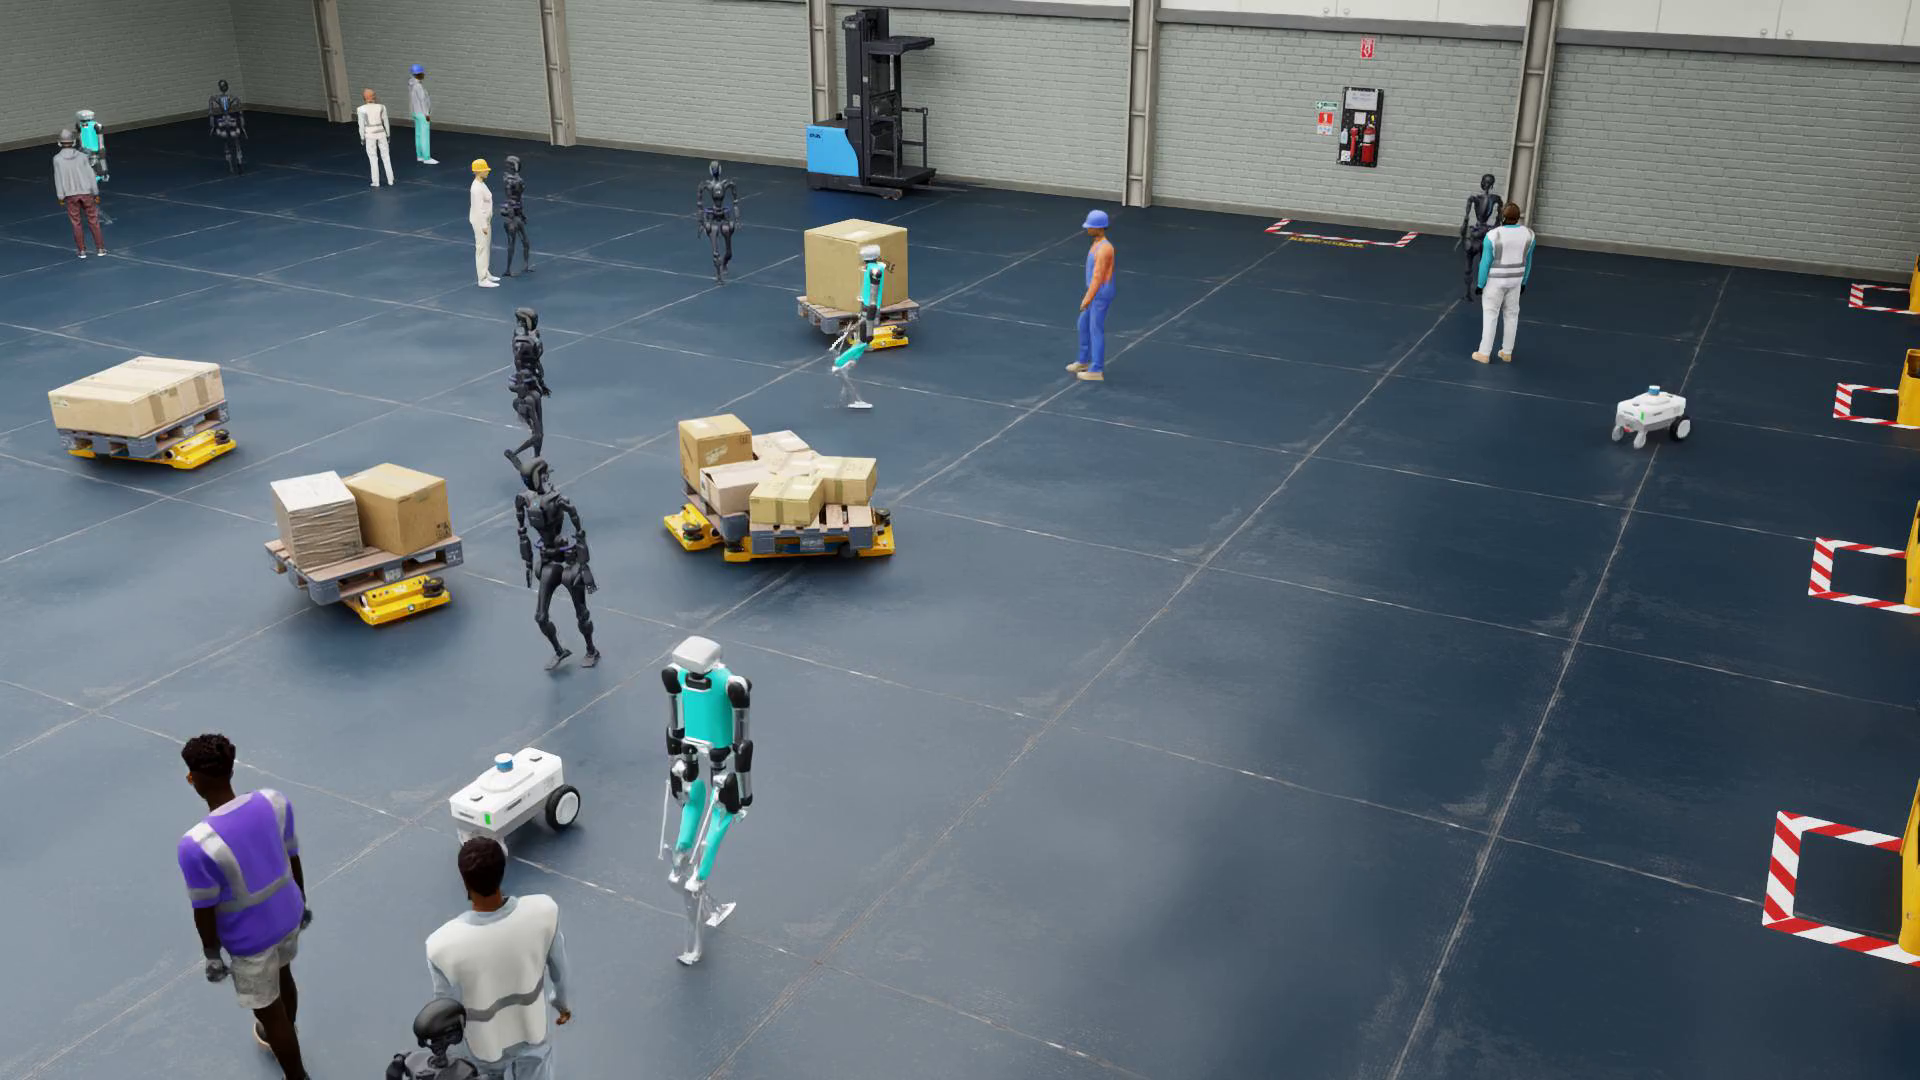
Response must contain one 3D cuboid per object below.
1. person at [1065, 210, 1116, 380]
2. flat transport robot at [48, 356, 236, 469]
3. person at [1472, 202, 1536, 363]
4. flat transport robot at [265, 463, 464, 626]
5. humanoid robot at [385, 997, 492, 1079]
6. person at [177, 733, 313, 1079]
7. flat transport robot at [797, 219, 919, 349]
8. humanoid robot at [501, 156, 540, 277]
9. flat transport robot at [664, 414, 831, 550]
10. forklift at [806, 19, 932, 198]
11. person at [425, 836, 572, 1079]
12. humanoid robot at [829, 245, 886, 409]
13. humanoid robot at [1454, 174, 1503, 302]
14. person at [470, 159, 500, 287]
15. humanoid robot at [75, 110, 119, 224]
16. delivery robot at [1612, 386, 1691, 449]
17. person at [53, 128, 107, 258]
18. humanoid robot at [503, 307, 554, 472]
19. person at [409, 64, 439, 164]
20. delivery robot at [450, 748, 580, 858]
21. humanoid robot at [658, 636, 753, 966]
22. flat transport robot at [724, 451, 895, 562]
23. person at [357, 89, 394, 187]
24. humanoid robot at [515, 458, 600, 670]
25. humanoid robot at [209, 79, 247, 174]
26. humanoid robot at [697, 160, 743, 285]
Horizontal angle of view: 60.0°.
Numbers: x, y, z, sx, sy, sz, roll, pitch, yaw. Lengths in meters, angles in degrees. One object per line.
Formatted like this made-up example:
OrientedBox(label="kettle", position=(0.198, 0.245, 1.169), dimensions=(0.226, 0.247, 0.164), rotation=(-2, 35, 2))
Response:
OrientedBox(label="person", position=(1.465, -2.707, 18.407), dimensions=(0.482, 1.896, 0.537), rotation=(-4, 24, -9))
OrientedBox(label="flat transport robot", position=(-7.966, -0.950, 16.375), dimensions=(1.431, 0.231, 0.659), rotation=(7, 24, 15))
OrientedBox(label="person", position=(6.190, -2.937, 19.009), dimensions=(0.619, 1.845, 0.430), rotation=(-4, 24, -8))
OrientedBox(label="flat transport robot", position=(-4.778, 0.303, 13.458), dimensions=(0.659, 0.231, 1.431), rotation=(-20, 30, -39))
OrientedBox(label="humanoid robot", position=(-2.019, 2.523, 6.530), dimensions=(0.599, 1.627, 0.640), rotation=(9, 25, 20))
OrientedBox(label="person", position=(-3.375, 1.806, 7.874), dimensions=(0.657, 1.931, 0.604), rotation=(8, 25, 19))
OrientedBox(label="flat transport robot", position=(-1.230, -2.595, 20.204), dimensions=(0.659, 0.231, 1.431), rotation=(-11, 25, -23))
OrientedBox(label="humanoid robot", position=(-6.059, -4.417, 22.675), dimensions=(0.502, 1.637, 0.609), rotation=(0, 23, 0))
OrientedBox(label="flat transport robot", position=(-1.804, -0.202, 14.632), dimensions=(1.431, 0.231, 0.659), rotation=(-11, 26, -24))
OrientedBox(label="forklift", position=(-1.573, -7.292, 27.850), dimensions=(1.873, 2.768, 1.129), rotation=(12, 26, 25))
OrientedBox(label="person", position=(-1.960, 2.110, 7.227), dimensions=(0.609, 1.866, 1.012), rotation=(-14, 27, -29))
OrientedBox(label="humanoid robot", position=(-1.122, -2.119, 17.372), dimensions=(0.726, 1.904, 0.544), rotation=(-2, 23, -5))
OrientedBox(label="humanoid robot", position=(6.708, -3.866, 21.392), dimensions=(0.607, 1.644, 0.480), rotation=(-7, 24, -15))
OrientedBox(label="person", position=(-6.369, -4.241, 22.239), dimensions=(0.339, 1.689, 0.462), rotation=(-4, 24, -10))
OrientedBox(label="humanoid robot", position=(-13.340, -5.633, 25.421), dimensions=(0.543, 1.767, 0.919), rotation=(11, 26, 25))
OrientedBox(label="delivery robot", position=(6.964, -1.255, 16.735), dimensions=(0.781, 0.606, 0.499), rotation=(-14, 27, -29))
OrientedBox(label="person", position=(-12.568, -4.939, 23.704), dimensions=(0.536, 1.813, 0.368), rotation=(-12, 26, -27))
OrientedBox(label="humanoid robot", position=(-4.103, -1.412, 15.671), dimensions=(0.449, 1.644, 0.614), rotation=(3, 23, 7))
OrientedBox(label="person", position=(-9.819, -7.769, 30.350), dimensions=(0.370, 1.773, 0.538), rotation=(-16, 28, -33))
OrientedBox(label="delivery robot", position=(-2.742, 1.571, 10.130), dimensions=(0.513, 0.584, 0.744), rotation=(12, 26, 26))
OrientedBox(label="humanoid robot", position=(-1.477, 1.481, 8.940), dimensions=(0.530, 1.848, 0.813), rotation=(11, 25, 23))
OrientedBox(label="flat transport robot", position=(-1.296, -0.049, 14.277), dimensions=(1.431, 0.231, 0.659), rotation=(-2, 23, -5))
OrientedBox(label="person", position=(-9.979, -6.860, 28.394), dimensions=(0.522, 1.638, 0.309), rotation=(-16, 28, -32))
OrientedBox(label="humanoid robot", position=(-2.882, 0.176, 11.979), dimensions=(0.616, 1.636, 0.522), rotation=(9, 25, 21))
OrientedBox(label="humanoid robot", position=(-12.907, -7.250, 29.279), dimensions=(0.608, 1.640, 0.555), rotation=(-9, 25, -21))
OrientedBox(label="humanoid robot", position=(-3.264, -4.315, 22.466), dimensions=(0.611, 1.646, 0.693), rotation=(-7, 24, -15))
